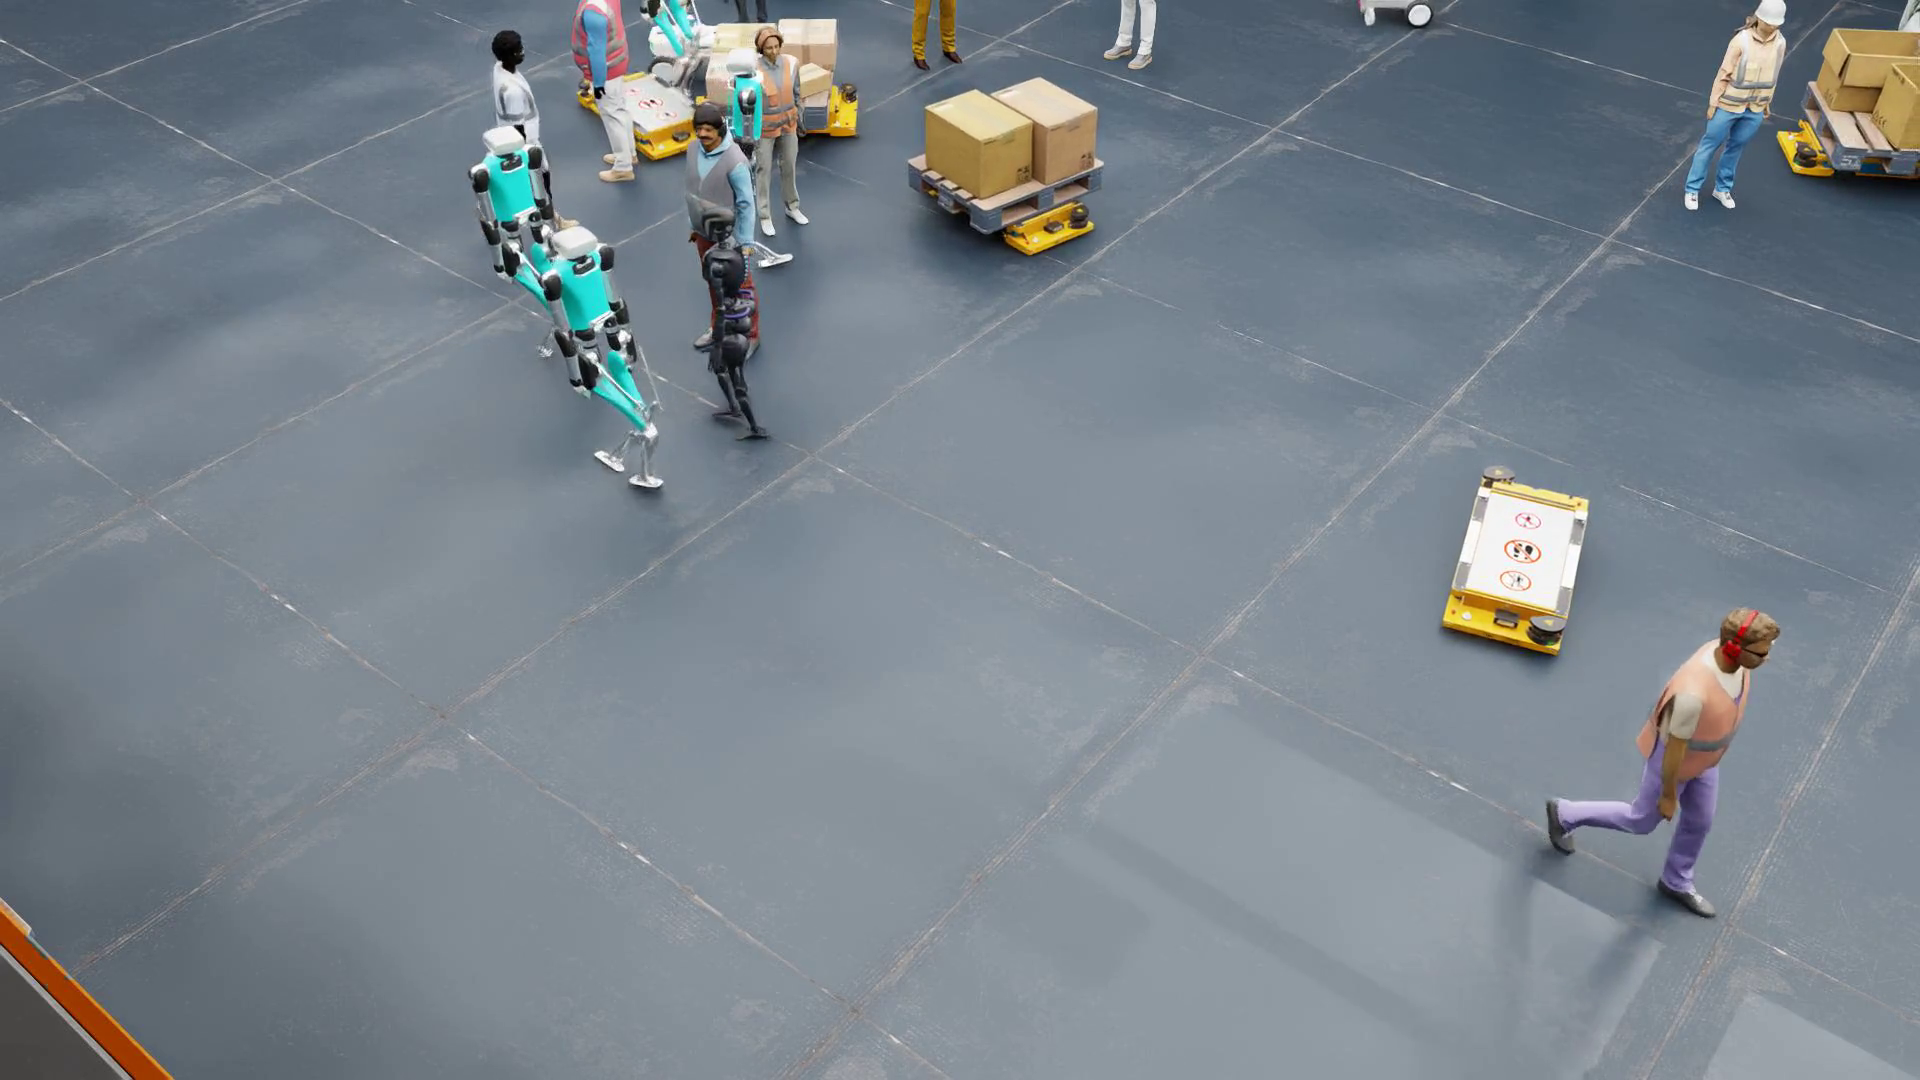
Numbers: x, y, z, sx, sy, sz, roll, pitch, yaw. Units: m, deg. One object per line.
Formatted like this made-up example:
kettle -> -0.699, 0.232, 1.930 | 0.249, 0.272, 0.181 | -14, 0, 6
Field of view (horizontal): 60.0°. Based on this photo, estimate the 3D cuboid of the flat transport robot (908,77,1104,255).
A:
flat transport robot -> 0.355, -2.725, 13.283 | 0.659, 0.231, 1.431 | -27, 47, -28

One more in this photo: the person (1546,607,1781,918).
person -> 3.317, 0.981, 7.731 | 0.577, 1.815, 0.811 | -29, 48, -30

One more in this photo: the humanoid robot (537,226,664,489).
humanoid robot -> -2.044, -1.011, 10.149 | 0.841, 1.776, 0.539 | 26, 47, 27

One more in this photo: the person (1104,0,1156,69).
person -> 1.601, -5.194, 14.944 | 0.356, 1.882, 0.574 | -31, 49, -31

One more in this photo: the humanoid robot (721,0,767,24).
humanoid robot -> -1.912, -5.122, 15.016 | 0.593, 1.652, 0.326 | -28, 48, -29

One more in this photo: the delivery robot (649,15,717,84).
delivery robot -> -2.448, -4.463, 15.102 | 0.788, 0.587, 0.499 | 0, 40, 0

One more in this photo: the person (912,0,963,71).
person -> -0.208, -5.098, 14.936 | 0.528, 1.749, 0.342 | -19, 44, -21

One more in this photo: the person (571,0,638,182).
person -> -2.862, -3.775, 13.316 | 0.432, 1.835, 0.629 | -1, 40, -1

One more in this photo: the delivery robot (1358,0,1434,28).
delivery robot -> 4.208, -5.286, 16.070 | 0.738, 0.587, 0.525 | 2, 40, 2

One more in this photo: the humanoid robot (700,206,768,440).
humanoid robot -> -1.478, -1.360, 10.592 | 0.366, 1.655, 0.587 | 2, 40, 2

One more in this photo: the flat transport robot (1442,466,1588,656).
flat transport robot -> 3.350, 0.098, 9.963 | 0.659, 0.231, 1.431 | 15, 43, 17

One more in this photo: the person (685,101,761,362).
person -> -1.612, -2.103, 11.308 | 0.544, 1.880, 0.407 | 24, 46, 26

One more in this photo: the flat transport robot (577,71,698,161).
flat transport robot -> -2.721, -3.723, 14.457 | 0.659, 0.231, 1.431 | -25, 46, -27

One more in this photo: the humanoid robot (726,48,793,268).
humanoid robot -> -1.736, -2.737, 12.180 | 0.894, 1.773, 0.574 | -3, 40, -4

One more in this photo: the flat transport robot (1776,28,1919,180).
flat transport robot -> 7.654, -3.237, 13.886 | 1.431, 0.231, 0.659 | 6, 41, 6

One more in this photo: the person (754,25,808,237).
person -> -1.414, -3.136, 12.707 | 0.519, 1.639, 0.305 | -24, 46, -26

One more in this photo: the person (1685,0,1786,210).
person -> 6.068, -3.404, 12.955 | 0.499, 1.727, 0.371 | -3, 40, -3

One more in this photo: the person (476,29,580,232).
person -> -3.383, -3.051, 12.581 | 0.689, 1.672, 0.544 | -16, 43, -18

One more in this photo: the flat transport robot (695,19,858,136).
flat transport robot -> -1.616, -3.741, 14.479 | 1.431, 0.231, 0.659 | 0, 40, 0

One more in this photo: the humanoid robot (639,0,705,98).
humanoid robot -> -2.444, -4.609, 14.345 | 0.530, 1.770, 0.626 | -32, 50, -32

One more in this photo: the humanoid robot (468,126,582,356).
humanoid robot -> -2.713, -1.821, 11.102 | 0.940, 1.766, 0.536 | 30, 49, 31

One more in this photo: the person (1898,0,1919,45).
person -> 8.060, -4.190, 13.877 | 0.322, 1.731, 0.493 | -20, 44, -22
